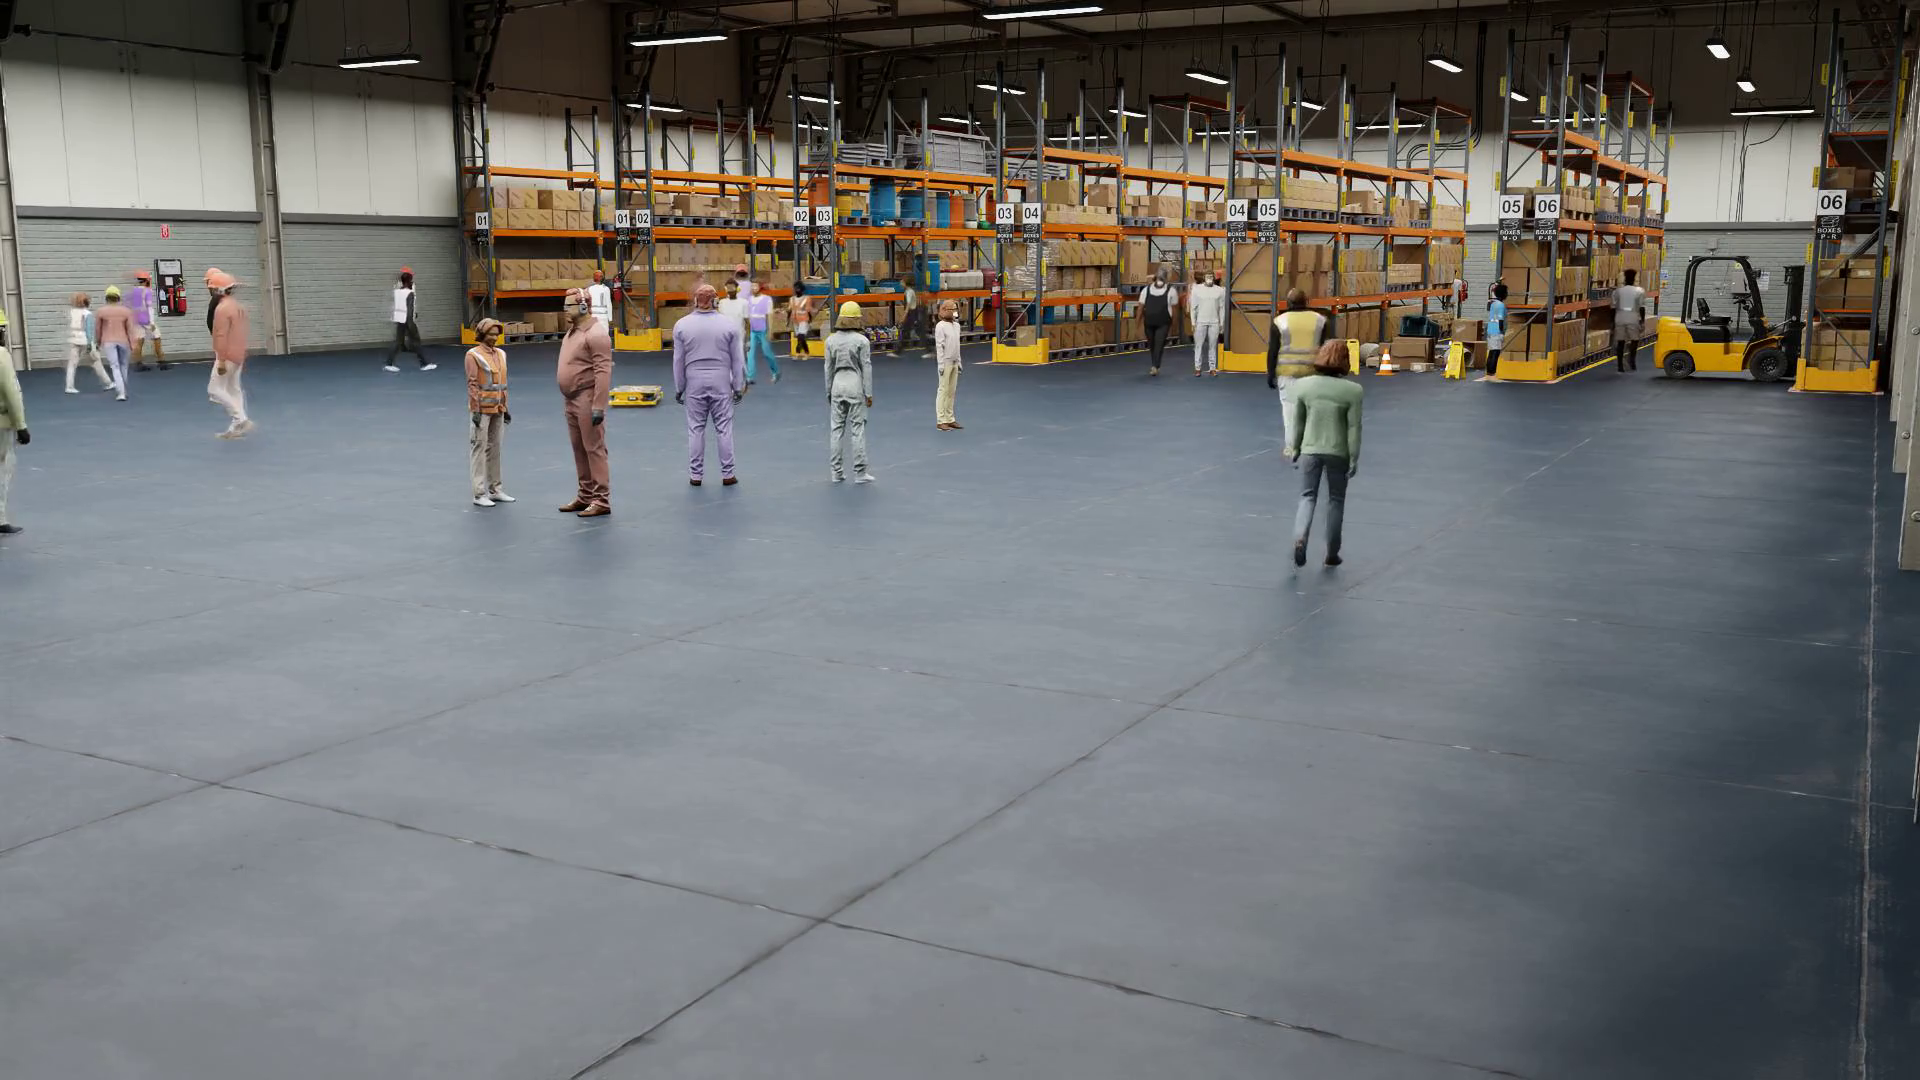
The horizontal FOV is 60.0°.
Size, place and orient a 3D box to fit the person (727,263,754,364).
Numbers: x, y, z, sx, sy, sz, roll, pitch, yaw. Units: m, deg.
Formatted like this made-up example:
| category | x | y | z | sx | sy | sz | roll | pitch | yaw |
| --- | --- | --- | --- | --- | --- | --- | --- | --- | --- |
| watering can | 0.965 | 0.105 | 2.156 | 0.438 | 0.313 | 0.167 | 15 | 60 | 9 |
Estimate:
| category | x | y | z | sx | sy | sz | roll | pitch | yaw |
| --- | --- | --- | --- | --- | --- | --- | --- | --- | --- |
| person | -4.390 | -4.578 | 33.672 | 0.639 | 2.024 | 0.429 | -2 | 10 | -9 |

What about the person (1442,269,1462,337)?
| category | x | y | z | sx | sy | sz | roll | pitch | yaw |
| --- | --- | --- | --- | --- | --- | --- | --- | --- | --- |
| person | 13.113 | -6.314 | 44.349 | 0.510 | 1.860 | 0.333 | 2 | 10 | 10 |

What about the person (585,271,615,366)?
| category | x | y | z | sx | sy | sz | roll | pitch | yaw |
| --- | --- | --- | --- | --- | --- | --- | --- | --- | --- |
| person | -7.142 | -4.387 | 32.986 | 0.572 | 1.883 | 0.355 | 4 | 10 | 20 |

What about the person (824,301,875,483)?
| category | x | y | z | sx | sy | sz | roll | pitch | yaw |
| --- | --- | --- | --- | --- | --- | --- | --- | --- | --- |
| person | -1.060 | -1.423 | 16.042 | 0.492 | 1.742 | 0.320 | 4 | 10 | 22 |

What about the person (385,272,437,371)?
| category | x | y | z | sx | sy | sz | roll | pitch | yaw |
| --- | --- | --- | --- | --- | --- | --- | --- | --- | --- |
| person | -10.512 | -4.132 | 31.562 | 0.605 | 1.876 | 1.020 | 8 | 13 | 41 |

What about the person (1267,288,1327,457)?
| category | x | y | z | sx | sy | sz | roll | pitch | yaw |
| --- | --- | --- | --- | --- | --- | --- | --- | --- | --- |
| person | 3.651 | -1.821 | 18.119 | 0.649 | 1.826 | 0.455 | -1 | 10 | -5 |

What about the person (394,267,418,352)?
| category | x | y | z | sx | sy | sz | roll | pitch | yaw |
| --- | --- | --- | --- | --- | --- | --- | --- | --- | --- |
| person | -12.500 | -5.207 | 37.628 | 0.552 | 1.936 | 0.358 | 4 | 10 | 21 |

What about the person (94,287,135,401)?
| category | x | y | z | sx | sy | sz | roll | pitch | yaw |
| --- | --- | --- | --- | --- | --- | --- | --- | --- | --- |
| person | -12.832 | -2.976 | 25.249 | 0.528 | 1.706 | 0.950 | -8 | 12 | -39 |

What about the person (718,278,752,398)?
| category | x | y | z | sx | sy | sz | roll | pitch | yaw |
| --- | --- | --- | --- | --- | --- | --- | --- | --- | --- |
| person | -3.469 | -3.110 | 25.612 | 0.517 | 1.853 | 0.694 | 1 | 10 | 5 |

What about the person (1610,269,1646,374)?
| category | x | y | z | sx | sy | sz | roll | pitch | yaw |
| --- | --- | --- | --- | --- | --- | --- | --- | --- | --- |
| person | 12.388 | -4.045 | 30.804 | 0.650 | 1.935 | 0.779 | 6 | 11 | 32 |

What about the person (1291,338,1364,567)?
| category | x | y | z | sx | sy | sz | roll | pitch | yaw |
| --- | --- | --- | --- | --- | --- | --- | --- | --- | --- |
| person | 2.517 | -0.583 | 11.504 | 0.510 | 1.613 | 0.591 | 5 | 11 | 25 |

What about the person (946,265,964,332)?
| category | x | y | z | sx | sy | sz | roll | pitch | yaw |
| --- | --- | --- | --- | --- | --- | --- | --- | --- | --- |
| person | -0.151 | -6.706 | 46.436 | 0.588 | 1.927 | 0.366 | 6 | 11 | 32 |

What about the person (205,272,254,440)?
| category | x | y | z | sx | sy | sz | roll | pitch | yaw |
| --- | --- | --- | --- | --- | --- | --- | --- | --- | --- |
| person | -8.637 | -2.151 | 19.592 | 0.429 | 1.983 | 0.645 | -1 | 10 | -6 |

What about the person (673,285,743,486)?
| category | x | y | z | sx | sy | sz | roll | pitch | yaw |
| --- | --- | --- | --- | --- | --- | --- | --- | --- | --- |
| person | -2.387 | -1.462 | 15.800 | 0.652 | 1.904 | 0.402 | -1 | 10 | -6 |

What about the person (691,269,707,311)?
| category | x | y | z | sx | sy | sz | roll | pitch | yaw |
| --- | --- | --- | --- | --- | --- | --- | --- | --- | --- |
| person | -5.711 | -5.022 | 36.657 | 0.639 | 1.890 | 0.662 | -6 | 11 | -32 |

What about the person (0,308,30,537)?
| category | x | y | z | sx | sy | sz | roll | pitch | yaw |
| --- | --- | --- | --- | --- | --- | --- | --- | --- | --- |
| person | -7.478 | -0.921 | 12.887 | 0.591 | 1.818 | 0.424 | 6 | 12 | 33 |

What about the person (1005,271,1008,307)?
| category | x | y | z | sx | sy | sz | roll | pitch | yaw |
| --- | --- | --- | --- | --- | --- | --- | --- | --- | --- |
| person | 1.318 | -7.910 | 53.145 | 0.607 | 2.044 | 0.371 | 0 | 10 | 2 |

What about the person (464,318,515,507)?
| category | x | y | z | sx | sy | sz | roll | pitch | yaw |
| --- | --- | --- | --- | --- | --- | --- | --- | --- | --- |
| person | -4.128 | -1.120 | 14.574 | 0.313 | 1.639 | 0.513 | 4 | 10 | 21 |

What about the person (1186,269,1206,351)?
| category | x | y | z | sx | sy | sz | roll | pitch | yaw |
| --- | --- | --- | --- | --- | --- | --- | --- | --- | --- |
| person | 5.461 | -5.267 | 38.175 | 0.599 | 1.866 | 0.417 | 6 | 11 | 31 |

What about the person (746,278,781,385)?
| category | x | y | z | sx | sy | sz | roll | pitch | yaw |
| --- | --- | --- | --- | --- | --- | --- | --- | --- | --- |
| person | -3.394 | -3.562 | 28.352 | 0.575 | 1.812 | 0.900 | 6 | 11 | 30 |

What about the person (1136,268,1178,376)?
| category | x | y | z | sx | sy | sz | roll | pitch | yaw |
| --- | --- | --- | --- | --- | --- | --- | --- | --- | --- |
| person | 3.604 | -4.029 | 30.427 | 0.694 | 2.000 | 1.060 | 4 | 11 | 24 |

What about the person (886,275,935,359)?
| category | x | y | z | sx | sy | sz | roll | pitch | yaw |
| --- | --- | --- | --- | --- | --- | --- | --- | --- | --- |
| person | -1.020 | -4.713 | 35.239 | 1.048 | 1.786 | 0.497 | -2 | 10 | -13 |

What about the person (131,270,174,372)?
| category | x | y | z | sx | sy | sz | roll | pitch | yaw |
| --- | --- | --- | --- | --- | --- | --- | --- | --- | --- |
| person | -15.350 | -4.150 | 31.526 | 0.577 | 1.901 | 0.874 | 4 | 11 | 23 |

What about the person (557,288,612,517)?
| category | x | y | z | sx | sy | sz | roll | pitch | yaw |
| --- | --- | --- | --- | --- | --- | --- | --- | --- | --- |
| person | -3.173 | -1.151 | 13.970 | 0.408 | 1.906 | 0.654 | -7 | 12 | -36 |

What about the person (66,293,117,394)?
| category | x | y | z | sx | sy | sz | roll | pitch | yaw |
| --- | --- | --- | --- | --- | --- | --- | --- | --- | --- |
| person | -13.951 | -3.135 | 26.541 | 0.511 | 1.583 | 0.906 | 4 | 10 | 20 |

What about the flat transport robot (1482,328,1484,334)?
| category | x | y | z | sx | sy | sz | roll | pitch | yaw |
| --- | --- | --- | --- | --- | --- | --- | --- | --- | --- |
| flat transport robot | 14.162 | -5.809 | 46.024 | 0.652 | 0.197 | 1.431 | 3 | 10 | 16 |

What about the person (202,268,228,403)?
| category | x | y | z | sx | sy | sz | roll | pitch | yaw |
| --- | --- | --- | --- | --- | --- | --- | --- | --- | --- |
| person | -11.013 | -3.037 | 24.757 | 0.382 | 1.995 | 0.612 | -7 | 12 | -34 |

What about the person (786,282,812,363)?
| category | x | y | z | sx | sy | sz | roll | pitch | yaw |
| --- | --- | --- | --- | --- | --- | --- | --- | --- | --- |
| person | -3.296 | -4.487 | 34.273 | 0.538 | 1.644 | 0.895 | 6 | 11 | 31 |

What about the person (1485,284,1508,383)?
| category | x | y | z | sx | sy | sz | roll | pitch | yaw |
| --- | --- | --- | --- | --- | --- | --- | --- | --- | --- |
| person | 9.249 | -3.548 | 28.616 | 0.317 | 1.696 | 0.540 | 0 | 10 | 3 |

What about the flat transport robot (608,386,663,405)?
| category | x | y | z | sx | sy | sz | roll | pitch | yaw |
| --- | --- | --- | --- | --- | --- | --- | --- | --- | --- |
| flat transport robot | -4.772 | -2.134 | 24.508 | 0.652 | 0.197 | 1.431 | -1 | 10 | -5 |

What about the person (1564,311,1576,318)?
| category | x | y | z | sx | sy | sz | roll | pitch | yaw |
| --- | --- | --- | --- | --- | --- | --- | --- | --- | --- |
| person | 16.912 | -6.577 | 45.933 | 0.626 | 1.844 | 0.429 | -8 | 12 | -37 |

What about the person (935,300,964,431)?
| category | x | y | z | sx | sy | sz | roll | pitch | yaw |
| --- | --- | --- | --- | --- | --- | --- | --- | --- | --- |
| person | -0.129 | -2.191 | 20.861 | 0.280 | 1.633 | 0.500 | 6 | 11 | 30 |

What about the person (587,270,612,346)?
| category | x | y | z | sx | sy | sz | roll | pitch | yaw |
| --- | --- | --- | --- | --- | --- | --- | --- | --- | --- |
| person | -8.708 | -5.594 | 40.198 | 0.586 | 1.833 | 0.404 | 5 | 11 | 27 |

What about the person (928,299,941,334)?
| category | x | y | z | sx | sy | sz | roll | pitch | yaw |
| --- | --- | --- | --- | --- | --- | --- | --- | --- | --- |
| person | -0.734 | -6.316 | 44.109 | 0.546 | 1.942 | 0.352 | 8 | 13 | 40 |

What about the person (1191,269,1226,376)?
| category | x | y | z | sx | sy | sz | roll | pitch | yaw |
| --- | --- | --- | --- | --- | --- | --- | --- | --- | --- |
| person | 4.490 | -3.928 | 30.137 | 0.630 | 1.940 | 0.372 | -1 | 10 | -3 |

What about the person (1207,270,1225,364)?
| category | x | y | z | sx | sy | sz | roll | pitch | yaw |
| --- | --- | --- | --- | --- | --- | --- | --- | --- | --- |
| person | 5.241 | -4.568 | 33.990 | 0.551 | 1.911 | 0.899 | 3 | 10 | 18 |
